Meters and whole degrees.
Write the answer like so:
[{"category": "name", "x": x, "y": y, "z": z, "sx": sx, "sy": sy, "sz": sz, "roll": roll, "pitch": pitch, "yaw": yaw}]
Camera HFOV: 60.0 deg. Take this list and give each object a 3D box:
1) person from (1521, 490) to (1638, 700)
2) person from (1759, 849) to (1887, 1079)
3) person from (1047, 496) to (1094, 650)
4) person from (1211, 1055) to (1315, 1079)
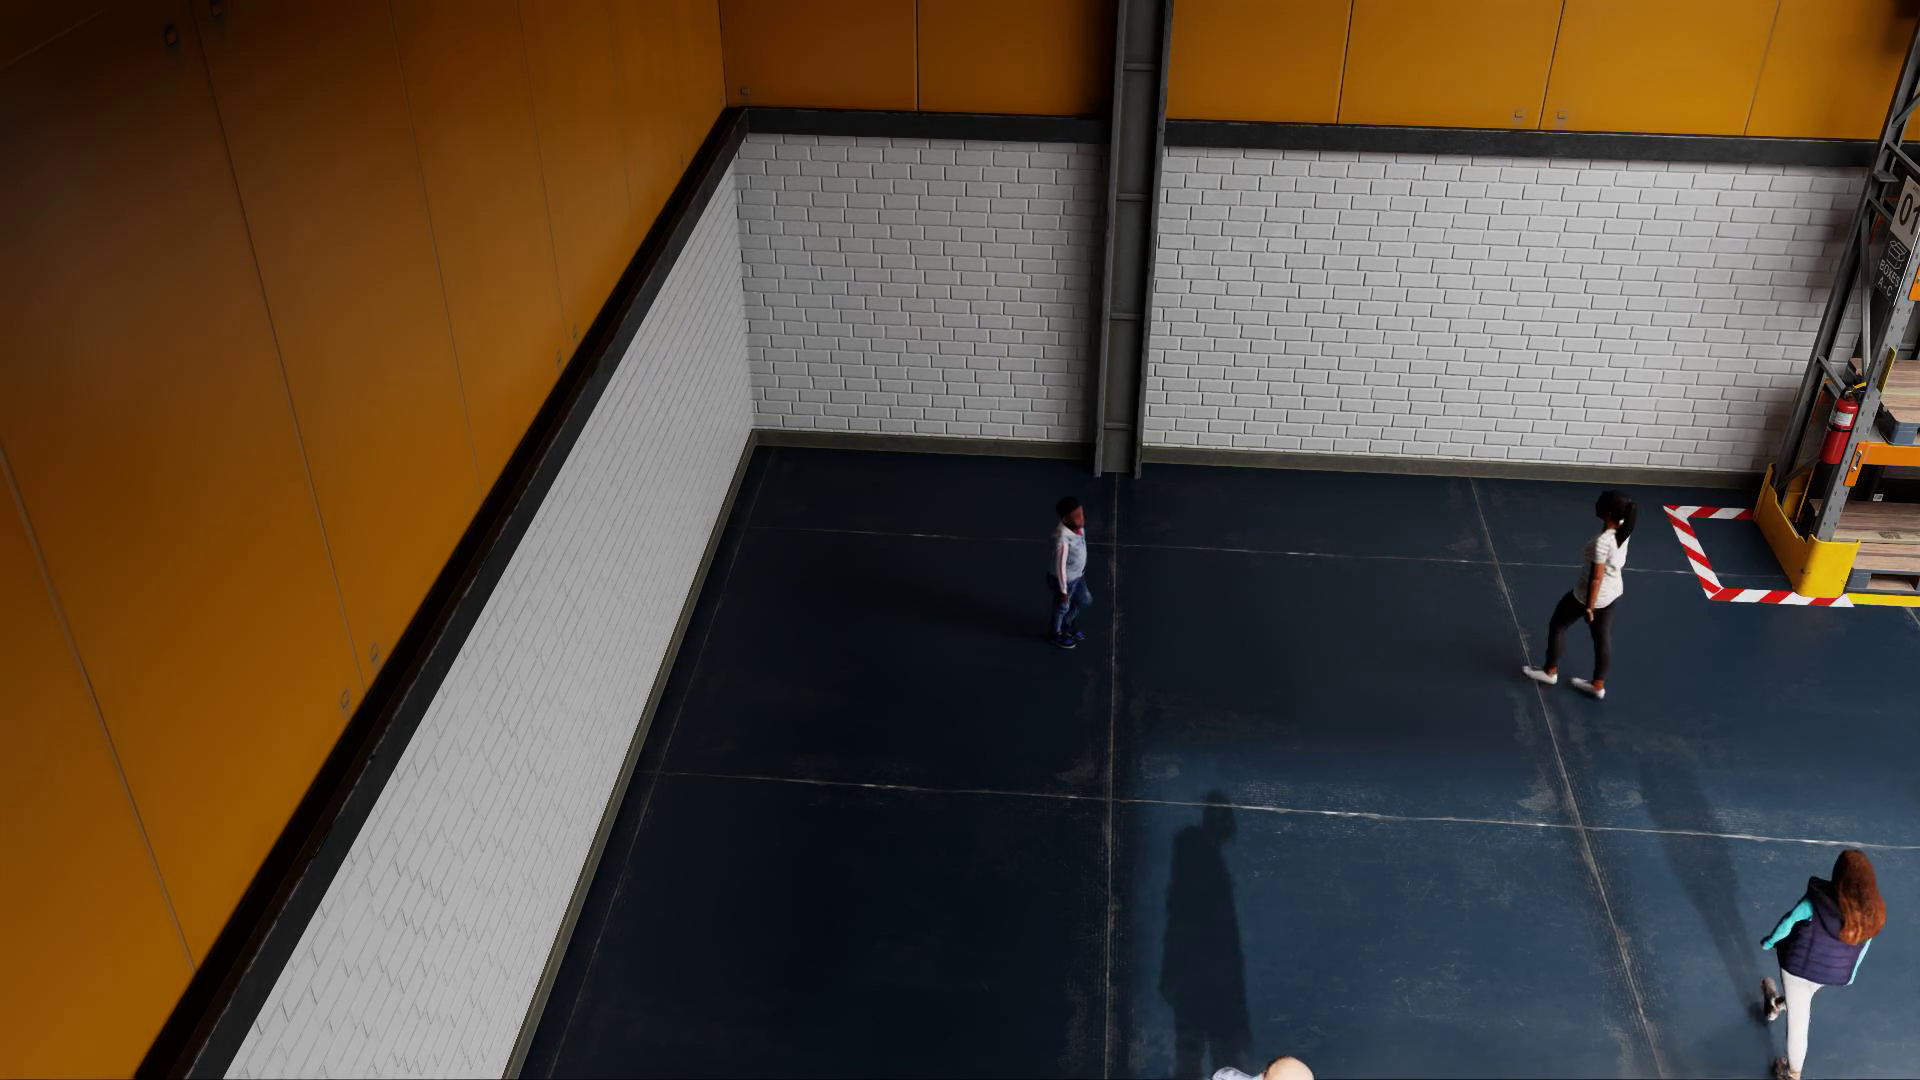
[{"category": "person", "x": 4.402, "y": 0.405, "z": 11.292, "sx": 0.831, "sy": 1.624, "sz": 0.898, "roll": -25, "pitch": 41, "yaw": -33}, {"category": "person", "x": 4.461, "y": 2.263, "z": 8.642, "sx": 0.874, "sy": 1.462, "sz": 0.645, "roll": 1, "pitch": 34, "yaw": 2}, {"category": "person", "x": 0.719, "y": 0.215, "z": 11.916, "sx": 0.609, "sy": 1.248, "sz": 0.575, "roll": 15, "pitch": 37, "yaw": 22}, {"category": "person", "x": 1.179, "y": 2.858, "z": 7.483, "sx": 0.818, "sy": 1.755, "sz": 0.919, "roll": 20, "pitch": 38, "yaw": 27}]
